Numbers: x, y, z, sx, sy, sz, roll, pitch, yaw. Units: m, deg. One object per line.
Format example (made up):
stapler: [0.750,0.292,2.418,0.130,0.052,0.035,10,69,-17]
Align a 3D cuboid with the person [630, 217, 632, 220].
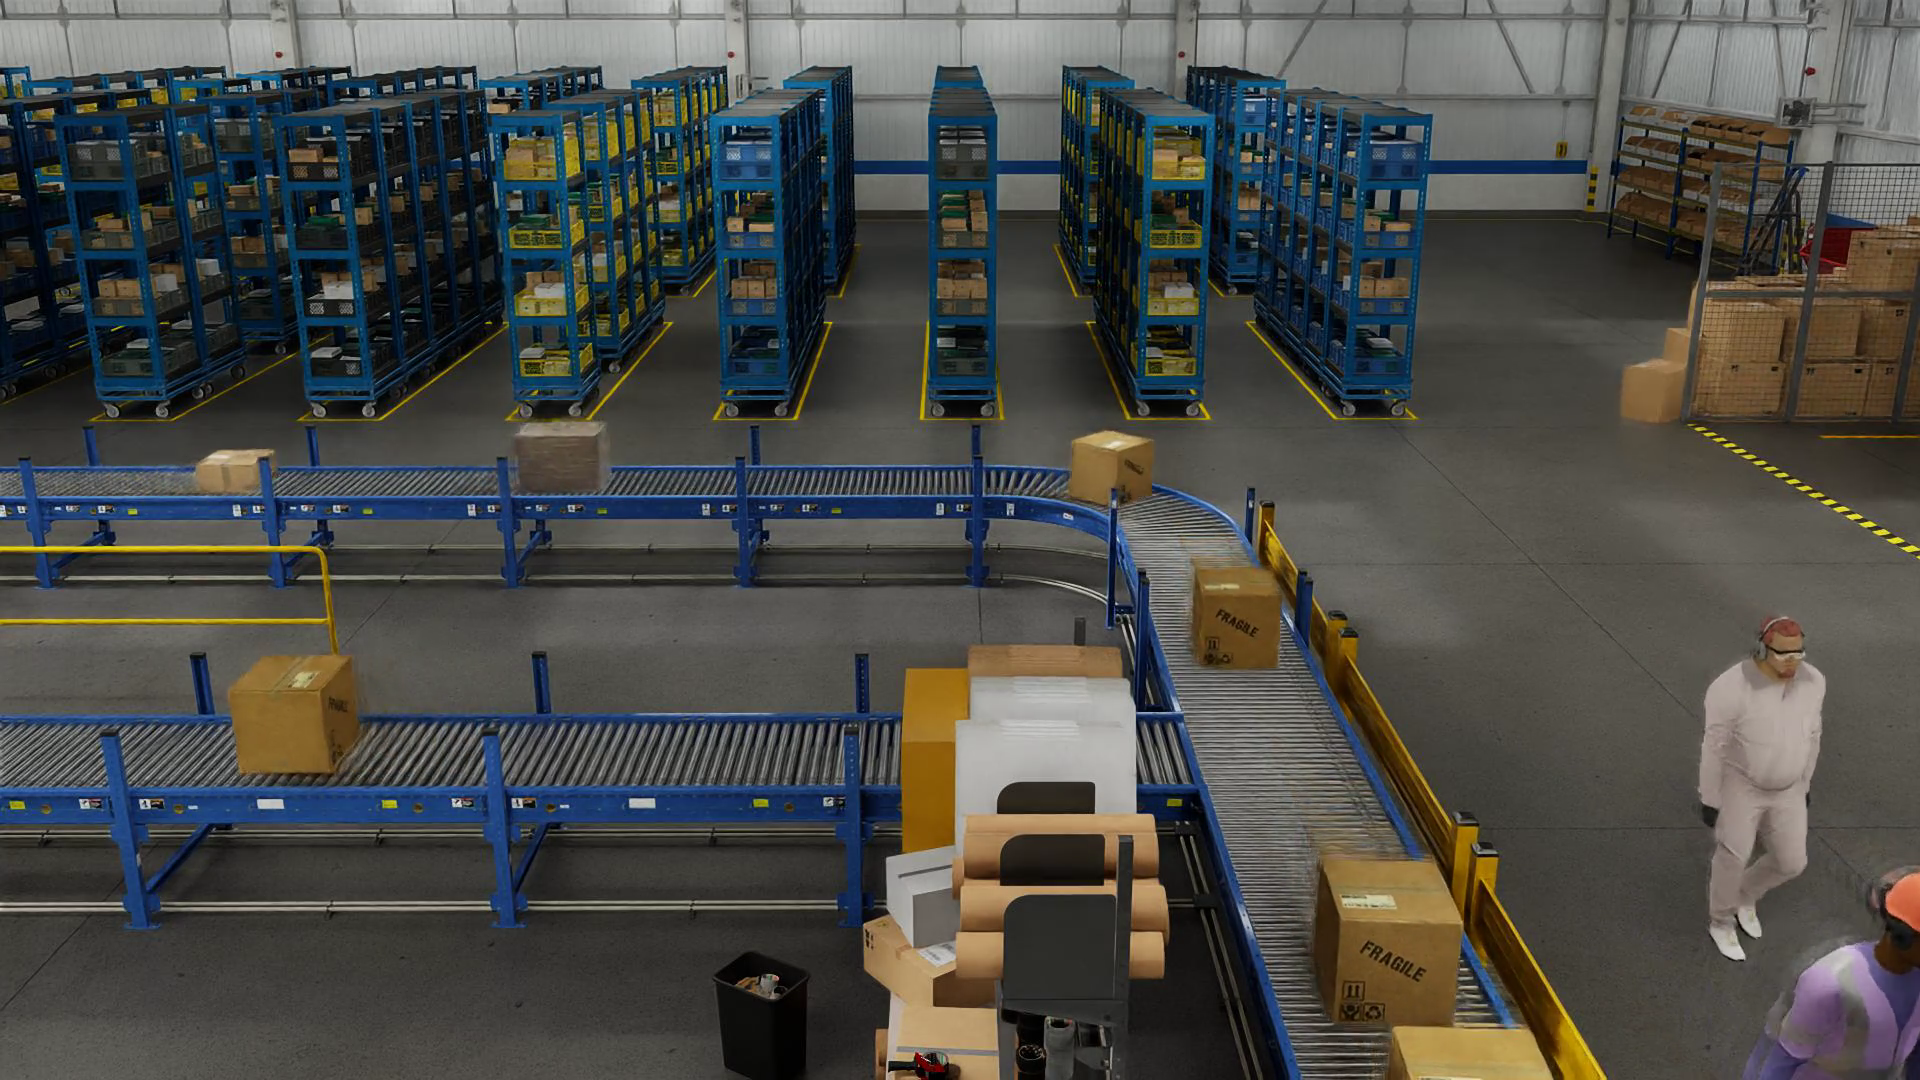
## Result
person: [-5.930,-5.213,28.731,0.584,1.826,0.431,-3,18,-9]

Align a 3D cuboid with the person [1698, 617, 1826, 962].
person: [4.142,1.289,8.611,0.667,1.888,0.436,-2,18,-7]

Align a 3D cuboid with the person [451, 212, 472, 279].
person: [-8.377,-4.832,27.624,0.934,1.783,0.609,1,18,3]

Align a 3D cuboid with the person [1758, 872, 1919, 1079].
person: [3.239,2.059,6.083,0.644,1.975,1.067,-7,19,-22]
